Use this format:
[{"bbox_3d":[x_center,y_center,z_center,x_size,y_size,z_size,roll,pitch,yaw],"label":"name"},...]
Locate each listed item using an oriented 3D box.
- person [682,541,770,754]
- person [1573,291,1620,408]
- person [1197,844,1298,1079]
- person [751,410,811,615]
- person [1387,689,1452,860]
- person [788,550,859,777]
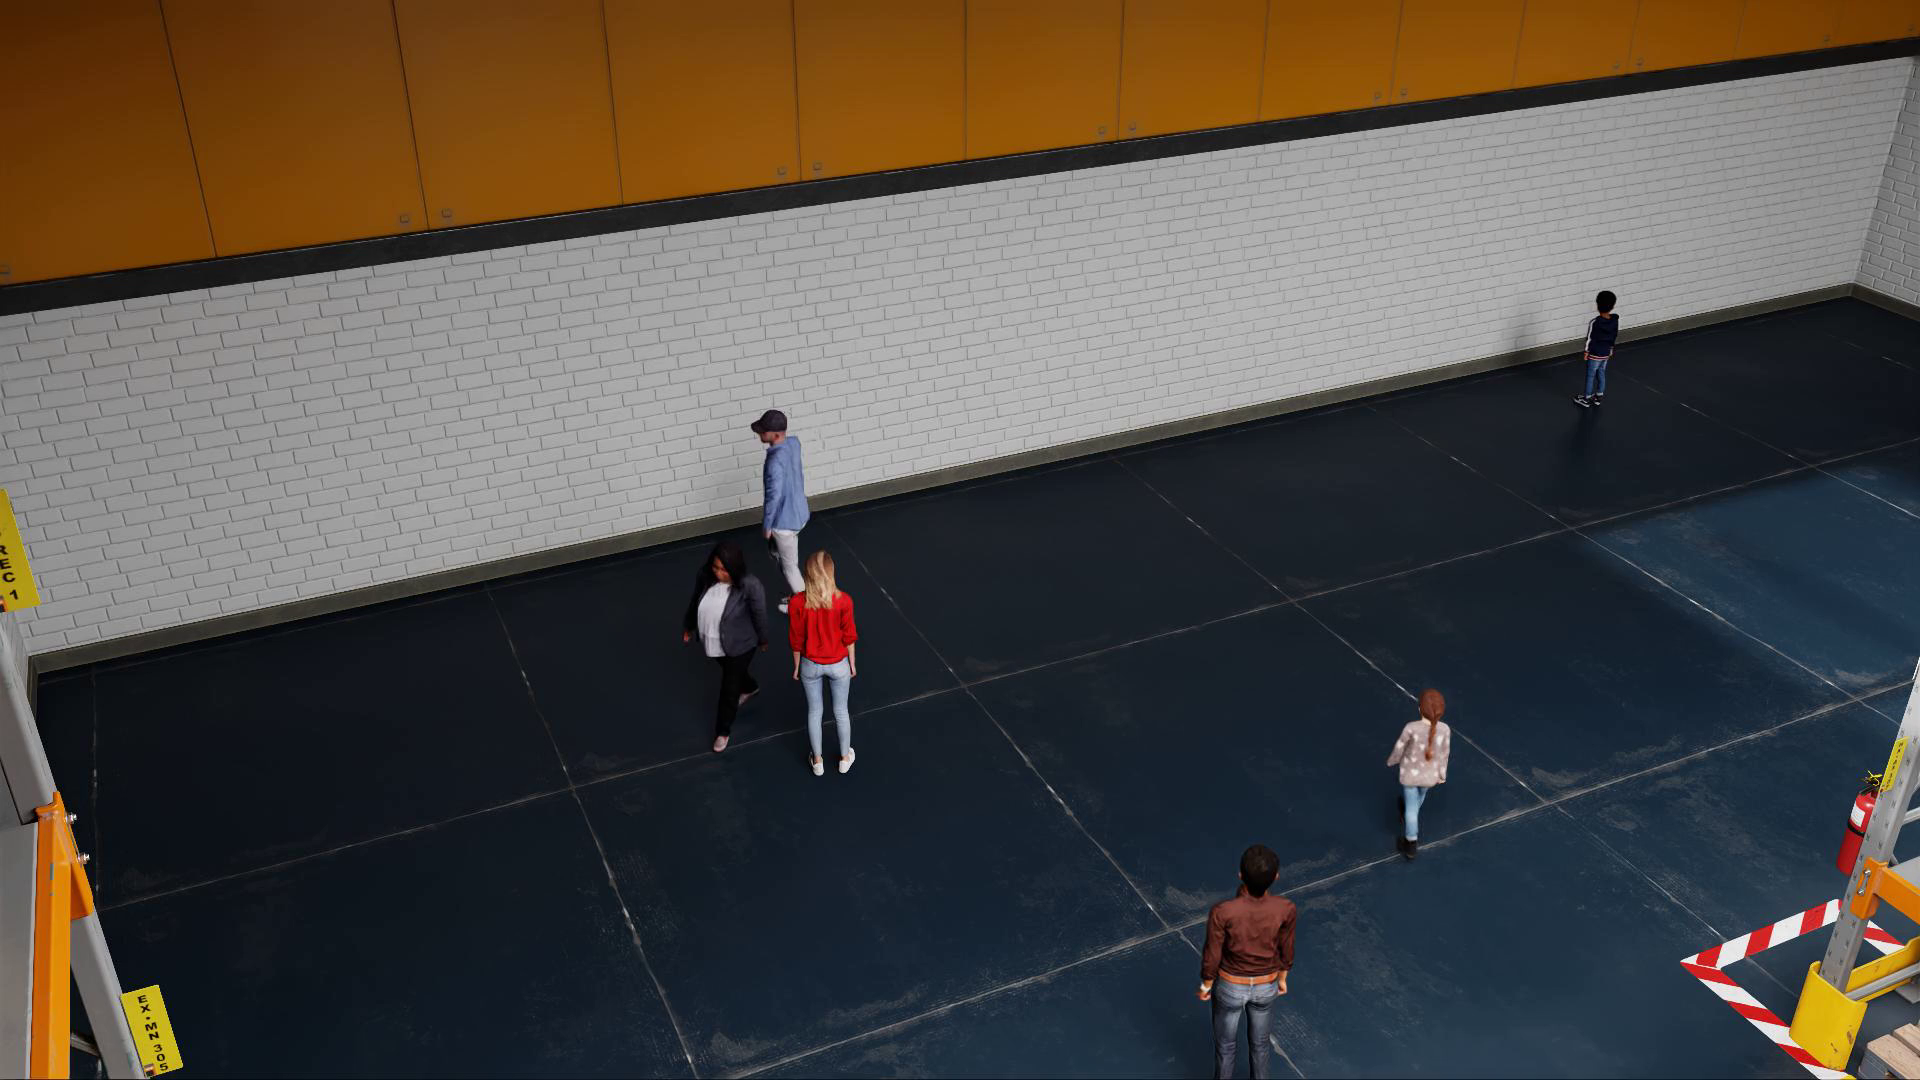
[{"bbox_3d":[-1.604,0.657,11.832,1.119,1.565,1.139,17,33,28],"label":"person"},{"bbox_3d":[6.527,-1.959,16.986,0.538,1.224,0.506,-9,30,-16],"label":"person"},{"bbox_3d":[1.482,2.302,8.590,0.702,1.782,0.639,-3,29,-6],"label":"person"},{"bbox_3d":[-1.284,-0.172,13.043,0.876,1.862,0.808,11,30,19],"label":"person"},{"bbox_3d":[2.957,1.521,10.662,0.646,1.168,0.832,-3,29,-5],"label":"person"},{"bbox_3d":[-0.929,0.845,11.342,0.680,1.706,0.631,-2,29,-4],"label":"person"}]
